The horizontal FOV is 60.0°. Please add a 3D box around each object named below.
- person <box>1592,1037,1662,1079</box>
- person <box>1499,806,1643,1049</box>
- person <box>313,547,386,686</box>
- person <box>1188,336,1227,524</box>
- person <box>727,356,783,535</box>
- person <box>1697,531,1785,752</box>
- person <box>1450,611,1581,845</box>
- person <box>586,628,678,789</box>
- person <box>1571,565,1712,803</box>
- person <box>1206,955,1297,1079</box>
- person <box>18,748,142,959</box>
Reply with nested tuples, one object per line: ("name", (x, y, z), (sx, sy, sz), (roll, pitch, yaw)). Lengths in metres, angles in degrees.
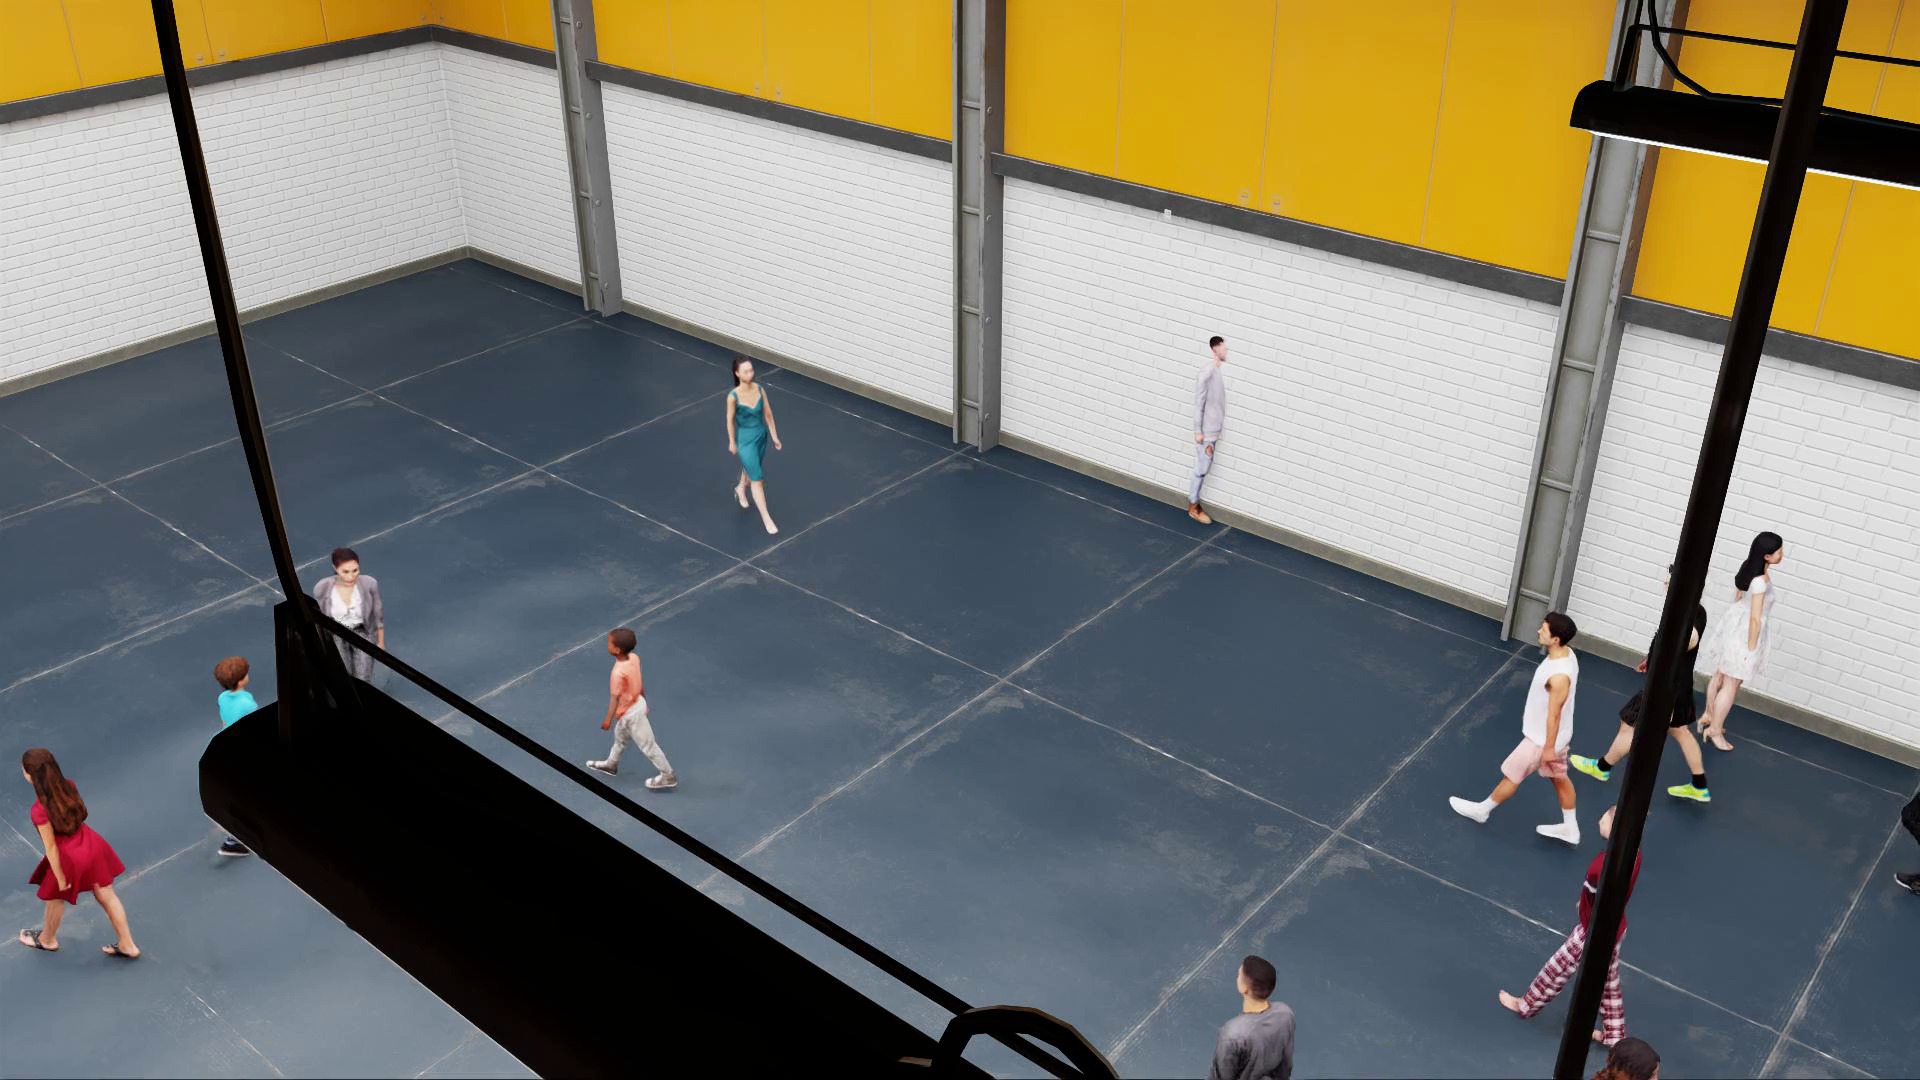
("person", (3.027, 3.044, 8.053), (0.638, 1.712, 0.737), (-23, 36, -36))
("person", (3.749, 2.255, 9.542), (0.950, 1.672, 0.639), (20, 35, 32))
("person", (-4.498, 0.744, 12.336), (0.797, 1.650, 0.809), (-7, 29, -12))
("person", (2.343, -1.068, 15.463), (0.703, 1.837, 0.609), (-24, 37, -37))
("person", (-1.965, -0.914, 15.386), (0.716, 1.639, 1.091), (-20, 34, -32))
("person", (5.757, 0.728, 12.234), (0.789, 1.774, 0.763), (6, 29, 10))
("person", (4.037, 1.321, 11.189), (1.185, 1.734, 0.838), (13, 31, 23))
("person", (-2.274, 1.234, 11.830), (0.964, 1.272, 0.793), (4, 29, 6))
("person", (5.017, 1.047, 11.574), (1.206, 1.847, 0.741), (19, 34, 31))
("person", (1.480, 2.882, 8.332), (0.773, 1.729, 1.168), (-21, 35, -33))
("person", (-5.381, 1.964, 10.234), (1.066, 1.520, 0.825), (6, 29, 11))
